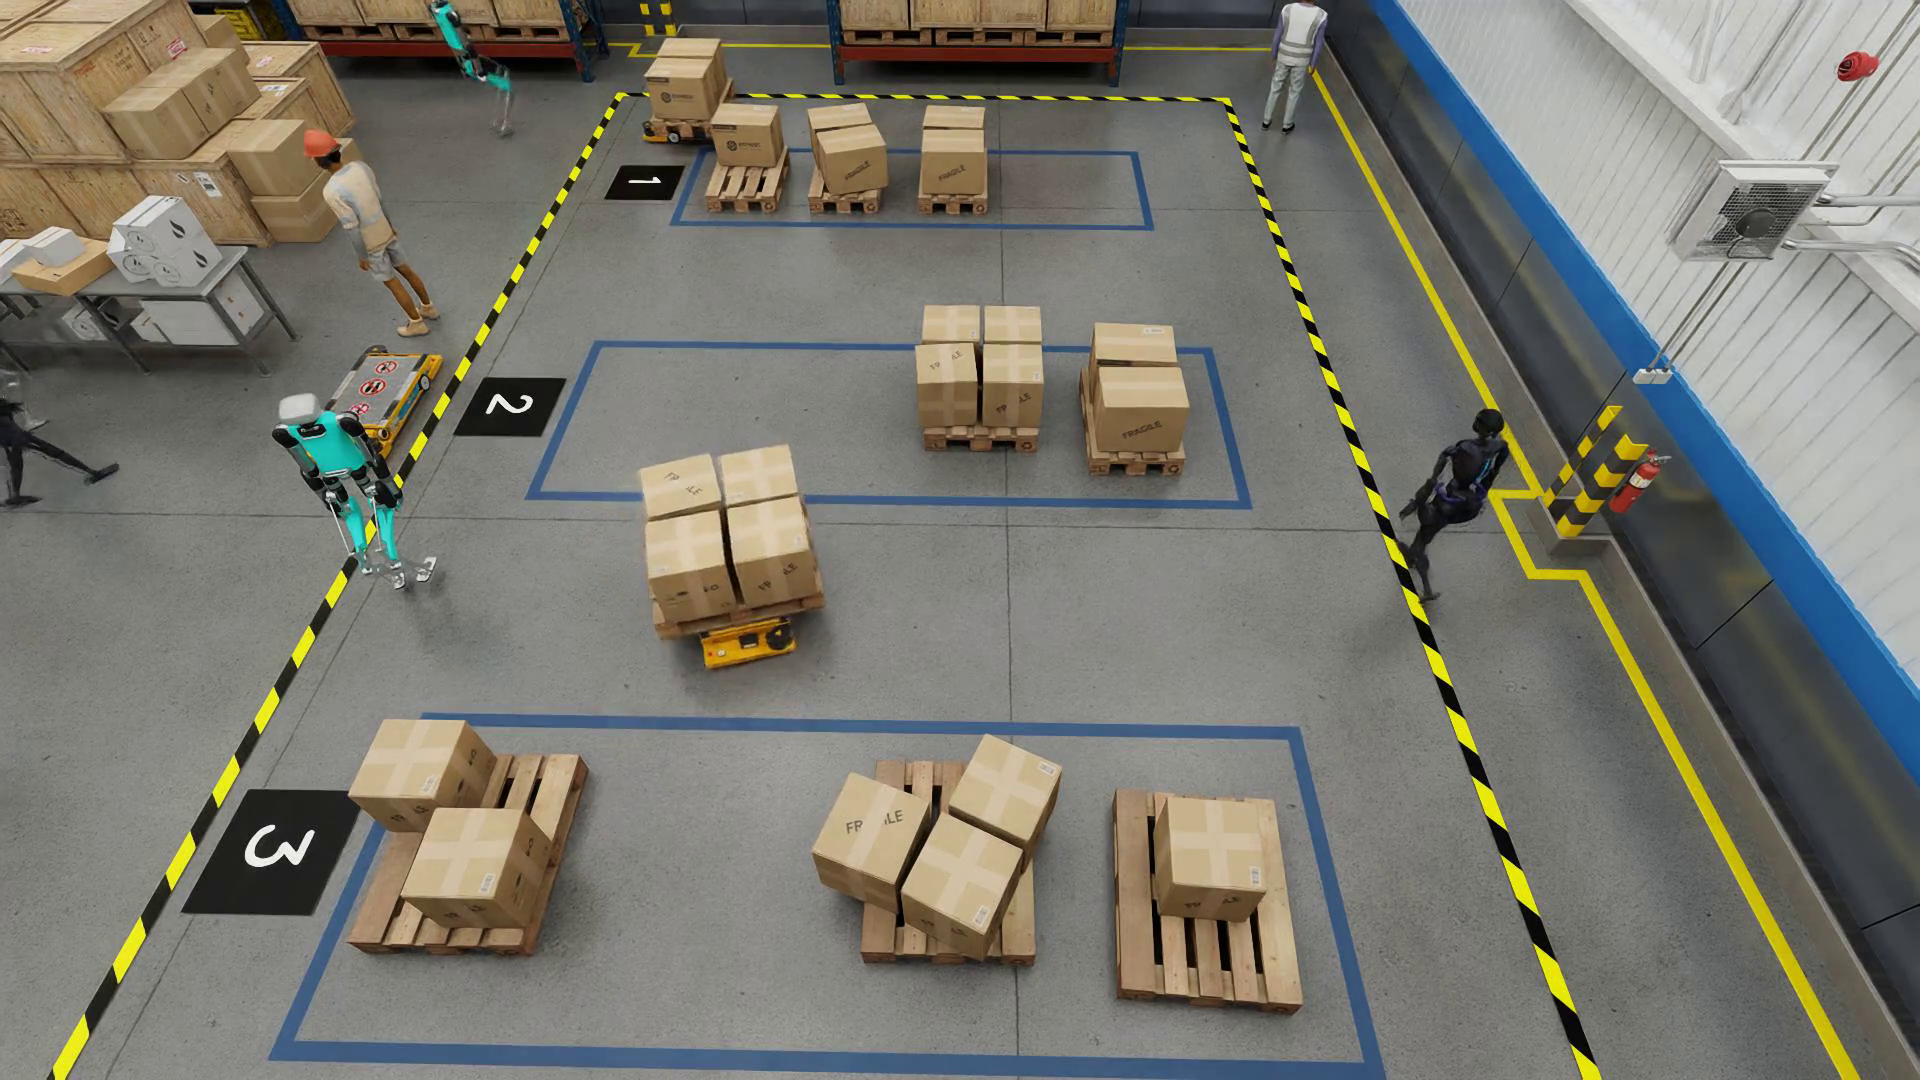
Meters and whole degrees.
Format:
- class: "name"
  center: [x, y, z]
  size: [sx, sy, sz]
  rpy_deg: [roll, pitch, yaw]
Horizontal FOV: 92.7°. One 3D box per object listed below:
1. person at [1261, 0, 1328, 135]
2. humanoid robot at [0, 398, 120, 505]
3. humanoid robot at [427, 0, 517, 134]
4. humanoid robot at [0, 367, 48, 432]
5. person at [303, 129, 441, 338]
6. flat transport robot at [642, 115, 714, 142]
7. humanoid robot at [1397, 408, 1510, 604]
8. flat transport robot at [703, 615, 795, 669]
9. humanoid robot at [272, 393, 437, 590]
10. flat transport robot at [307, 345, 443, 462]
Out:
- class: "person"
  center: [4.180, -6.029, 11.445]
  size: [0.598, 1.827, 0.404]
  rpy_deg: [23, 54, 18]
- class: "humanoid robot"
  center: [-7.726, -0.960, 7.302]
  size: [0.800, 1.631, 0.600]
  rpy_deg: [-37, 59, -27]
- class: "humanoid robot"
  center: [-5.943, -5.969, 11.408]
  size: [0.532, 1.718, 0.715]
  rpy_deg: [32, 57, 24]
- class: "humanoid robot"
  center: [-8.458, -1.429, 7.600]
  size: [1.017, 1.712, 0.530]
  rpy_deg: [-16, 52, -13]
- class: "person"
  center: [-5.528, -2.837, 8.608]
  size: [0.379, 2.039, 0.614]
  rpy_deg: [4, 50, 3]
- class: "flat transport robot"
  center: [-3.363, -5.445, 11.956]
  size: [1.431, 0.197, 0.652]
  rpy_deg: [1, 50, 1]
- class: "humanoid robot"
  center: [3.605, -0.222, 6.650]
  size: [0.596, 1.633, 0.697]
  rpy_deg: [-7, 50, -6]
- class: "flat transport robot"
  center: [-1.703, 0.299, 7.096]
  size: [0.652, 0.197, 1.431]
  rpy_deg: [-11, 51, -9]
- class: "humanoid robot"
  center: [-4.277, -0.200, 6.484]
  size: [0.533, 1.681, 0.735]
  rpy_deg: [-11, 51, -9]
- class: "flat transport robot"
  center: [-5.383, -1.269, 8.441]
  size: [0.659, 0.231, 1.431]
  rpy_deg: [1, 50, 1]
